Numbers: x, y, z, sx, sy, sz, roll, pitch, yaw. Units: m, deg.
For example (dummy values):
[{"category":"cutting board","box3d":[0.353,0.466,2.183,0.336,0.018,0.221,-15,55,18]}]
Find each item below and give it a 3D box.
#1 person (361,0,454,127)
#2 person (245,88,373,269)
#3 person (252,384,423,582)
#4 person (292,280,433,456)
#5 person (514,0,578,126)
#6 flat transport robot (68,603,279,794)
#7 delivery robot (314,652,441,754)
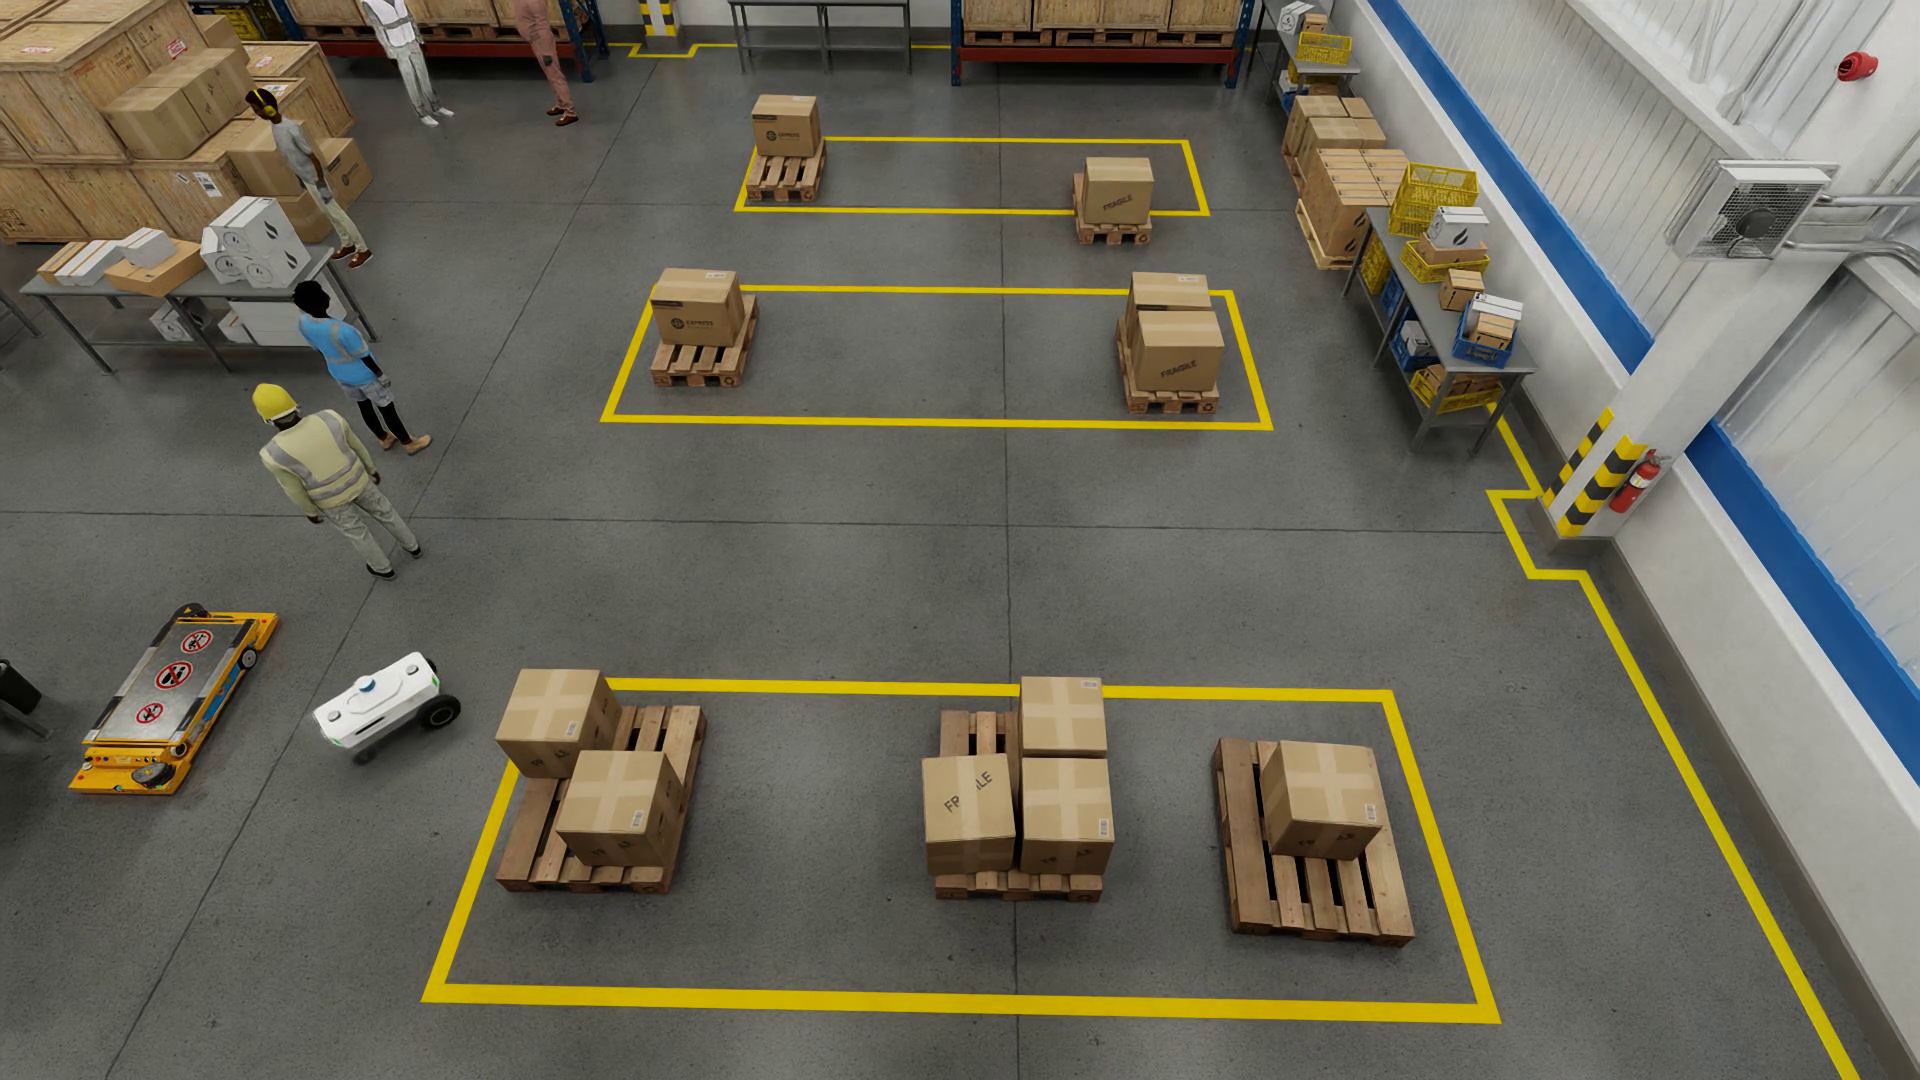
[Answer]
[{"category":"person","box3d":[-7.043,-6.262,11.585,0.396,1.910,0.578,17,52,14]},{"category":"person","box3d":[-6.697,-3.708,9.452,0.518,1.865,0.326,28,55,22]},{"category":"person","box3d":[-4.533,-0.395,6.667,0.404,1.834,0.591,27,55,21]},{"category":"person","box3d":[-4.990,-1.393,7.599,0.533,1.697,0.318,14,51,11]},{"category":"person","box3d":[-5.320,-6.283,11.599,0.409,1.911,0.646,-25,54,-20]},{"category":"flat transport robot","box3d":[-5.504,1.072,6.442,0.652,0.197,1.431,1,50,1]},{"category":"delivery robot","box3d":[-3.911,1.085,6.187,0.707,0.478,0.477,-36,58,-26]}]
